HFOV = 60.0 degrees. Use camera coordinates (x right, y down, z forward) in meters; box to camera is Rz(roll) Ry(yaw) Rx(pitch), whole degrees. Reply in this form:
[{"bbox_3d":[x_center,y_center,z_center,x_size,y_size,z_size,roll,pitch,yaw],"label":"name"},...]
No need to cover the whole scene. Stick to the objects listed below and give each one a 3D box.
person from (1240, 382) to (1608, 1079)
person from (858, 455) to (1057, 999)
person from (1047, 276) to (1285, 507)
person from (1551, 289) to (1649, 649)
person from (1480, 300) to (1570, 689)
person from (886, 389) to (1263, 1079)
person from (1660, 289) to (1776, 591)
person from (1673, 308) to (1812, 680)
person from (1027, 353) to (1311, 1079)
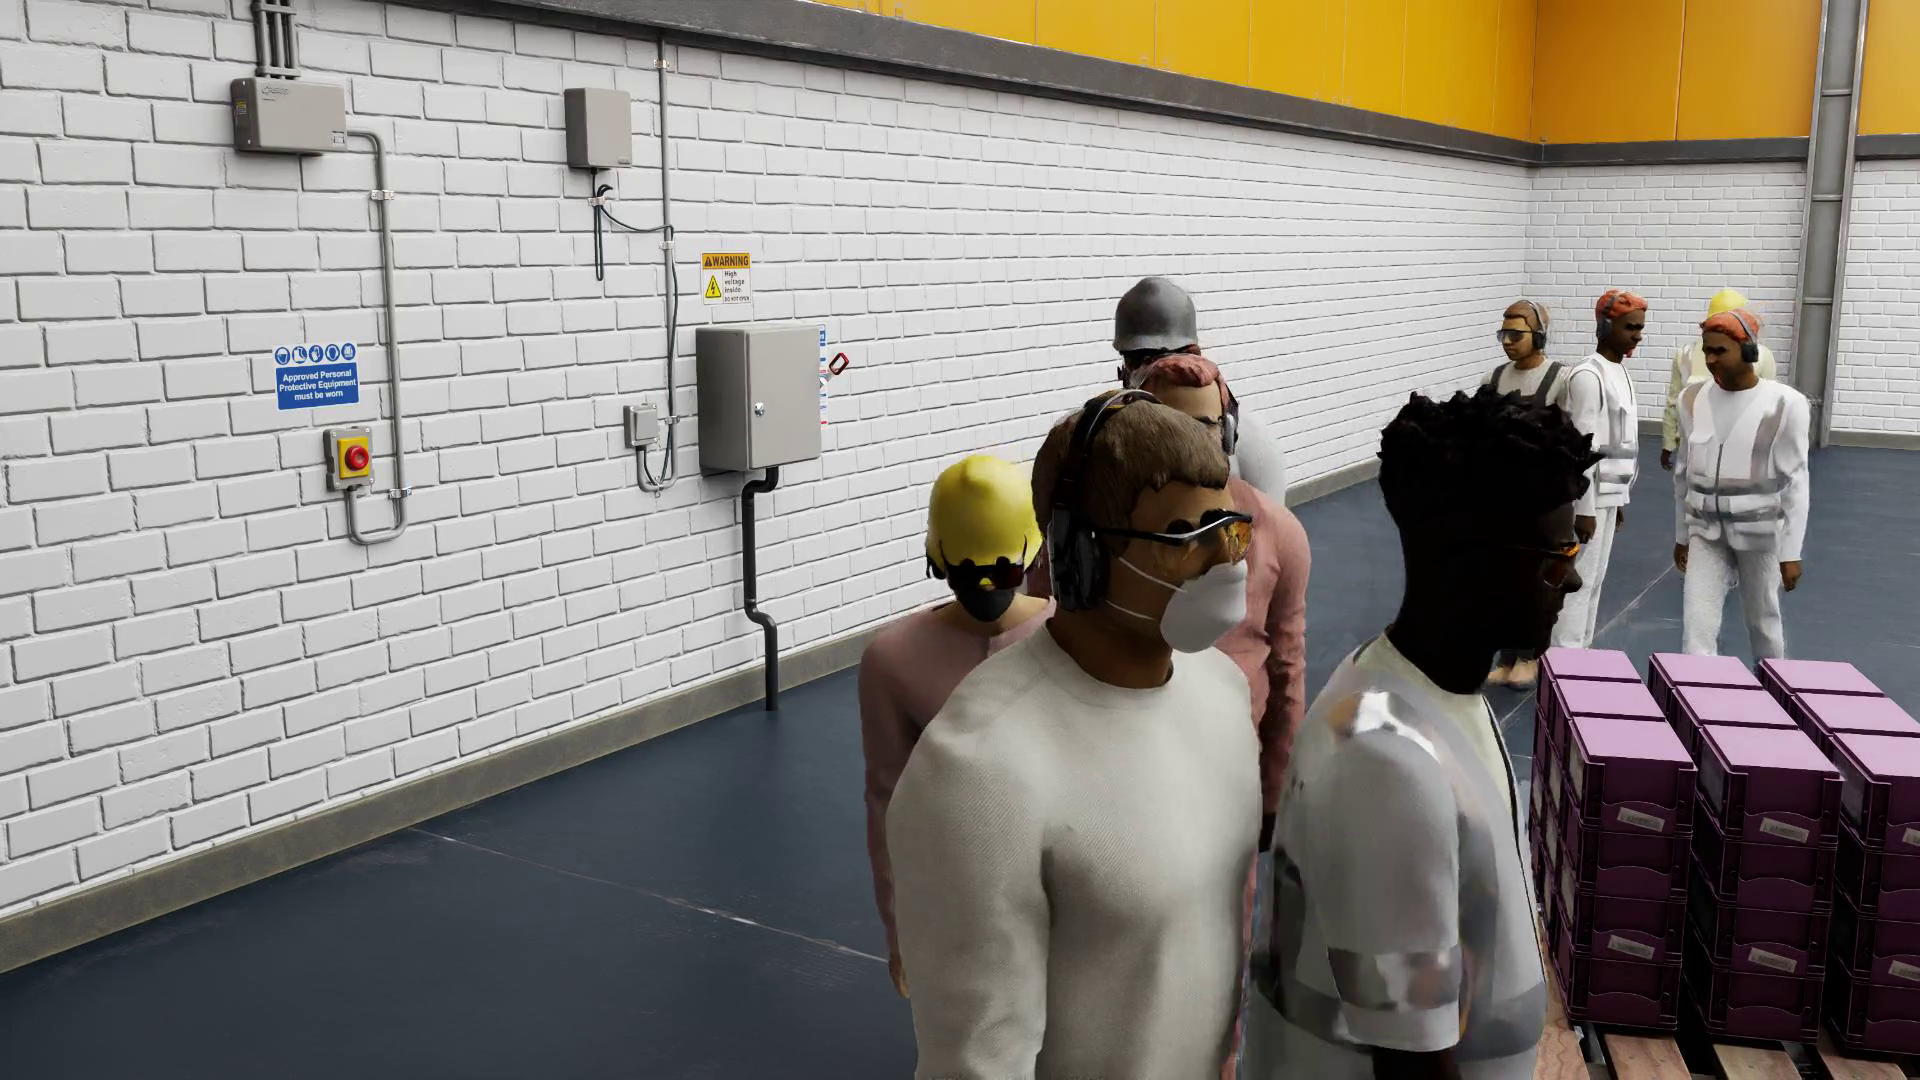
[{"bbox_3d":[0.657,0.770,2.110,0.979,1.913,0.626,5,11,25],"label":"person"},{"bbox_3d":[0.098,0.689,3.104,0.570,1.723,0.462,1,10,4],"label":"person"},{"bbox_3d":[0.566,0.237,4.756,0.691,2.000,0.766,3,11,17],"label":"person"},{"bbox_3d":[2.877,-0.182,7.506,0.361,1.885,0.575,7,12,34],"label":"person"},{"bbox_3d":[2.581,-0.193,7.726,0.426,1.826,0.536,-7,13,-35],"label":"person"},{"bbox_3d":[0.165,0.789,1.977,0.378,1.940,0.629,7,12,34],"label":"person"},{"bbox_3d":[4.504,-0.582,9.933,0.594,1.818,0.427,8,13,38],"label":"person"},{"bbox_3d":[3.209,-0.029,6.818,0.959,1.839,0.596,-8,13,-38],"label":"person"},{"bbox_3d":[0.448,0.507,3.744,0.639,1.870,0.920,1,10,6],"label":"person"}]
